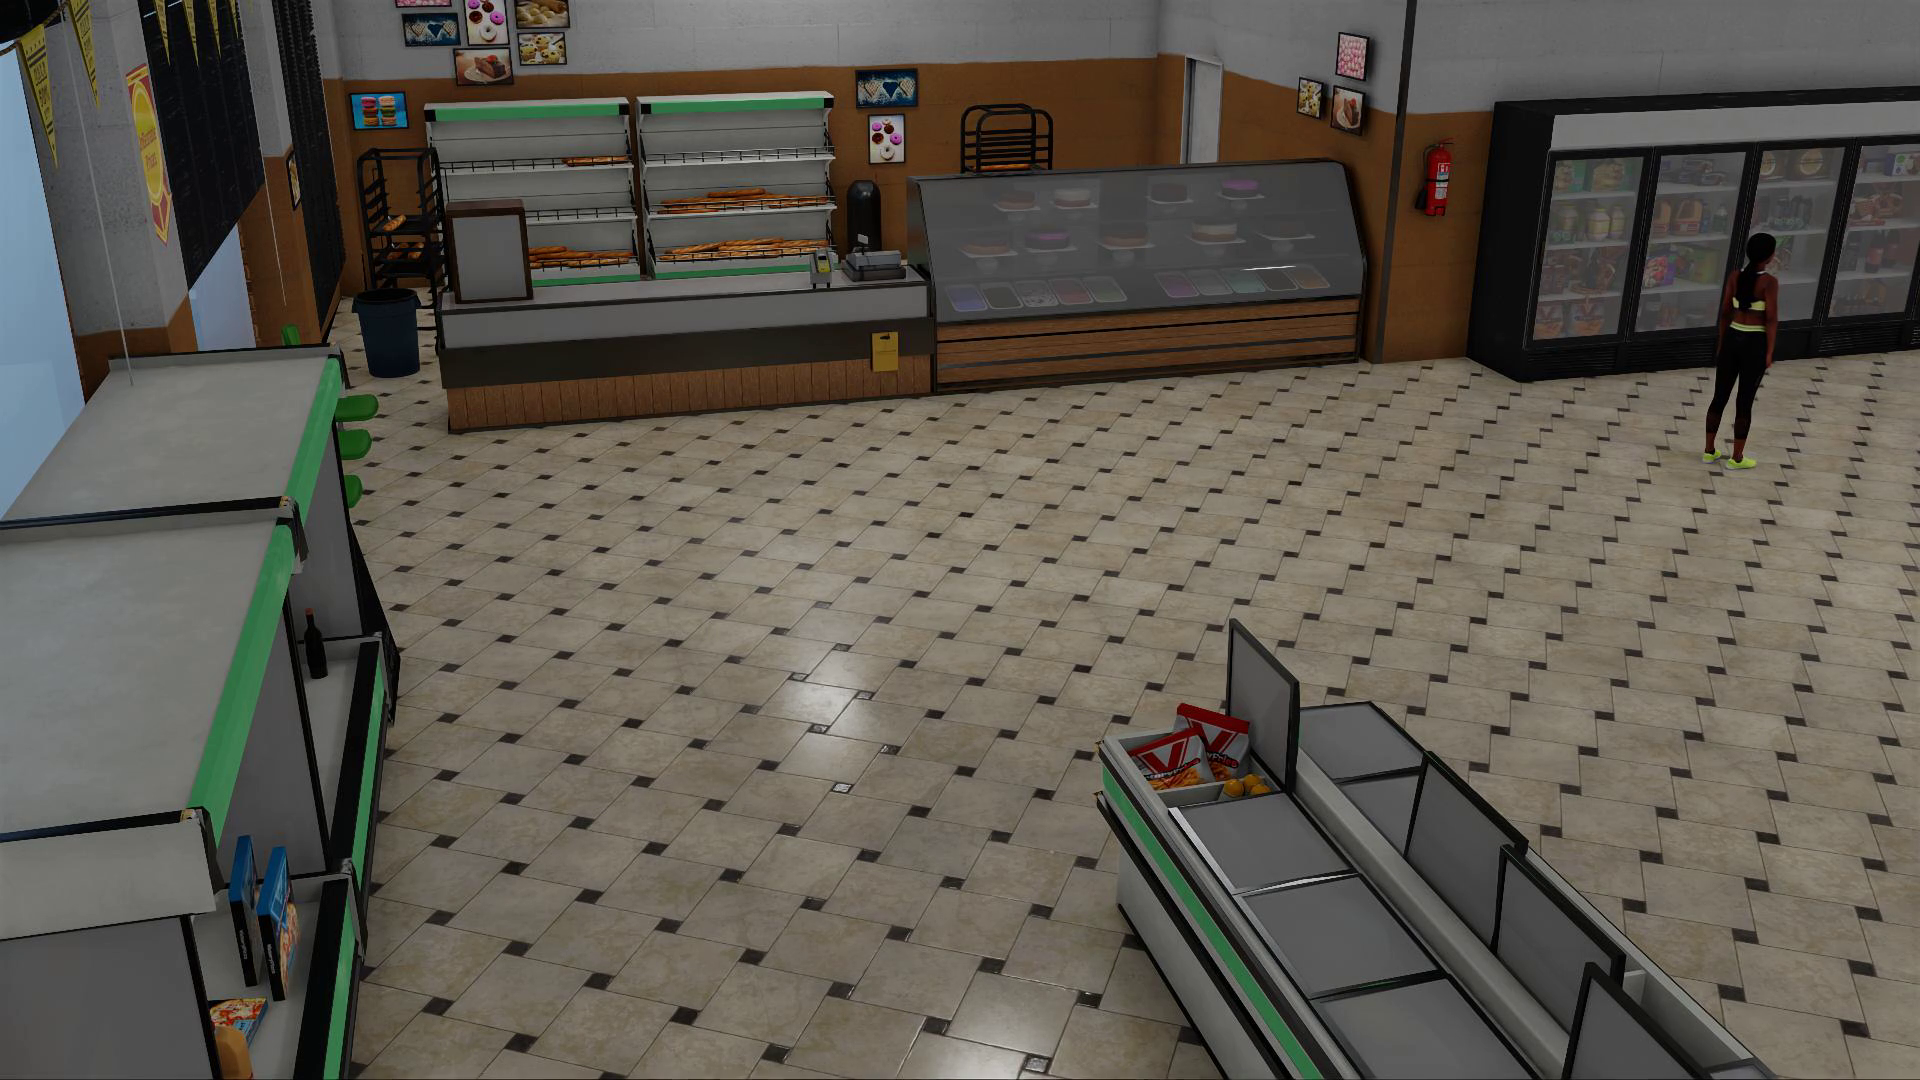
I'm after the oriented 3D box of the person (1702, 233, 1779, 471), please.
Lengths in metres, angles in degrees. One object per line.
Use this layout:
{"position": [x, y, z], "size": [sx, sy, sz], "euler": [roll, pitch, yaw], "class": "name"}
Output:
{"position": [5.776, -1.392, 12.277], "size": [0.691, 1.755, 0.575], "euler": [-17, 27, -35], "class": "person"}
